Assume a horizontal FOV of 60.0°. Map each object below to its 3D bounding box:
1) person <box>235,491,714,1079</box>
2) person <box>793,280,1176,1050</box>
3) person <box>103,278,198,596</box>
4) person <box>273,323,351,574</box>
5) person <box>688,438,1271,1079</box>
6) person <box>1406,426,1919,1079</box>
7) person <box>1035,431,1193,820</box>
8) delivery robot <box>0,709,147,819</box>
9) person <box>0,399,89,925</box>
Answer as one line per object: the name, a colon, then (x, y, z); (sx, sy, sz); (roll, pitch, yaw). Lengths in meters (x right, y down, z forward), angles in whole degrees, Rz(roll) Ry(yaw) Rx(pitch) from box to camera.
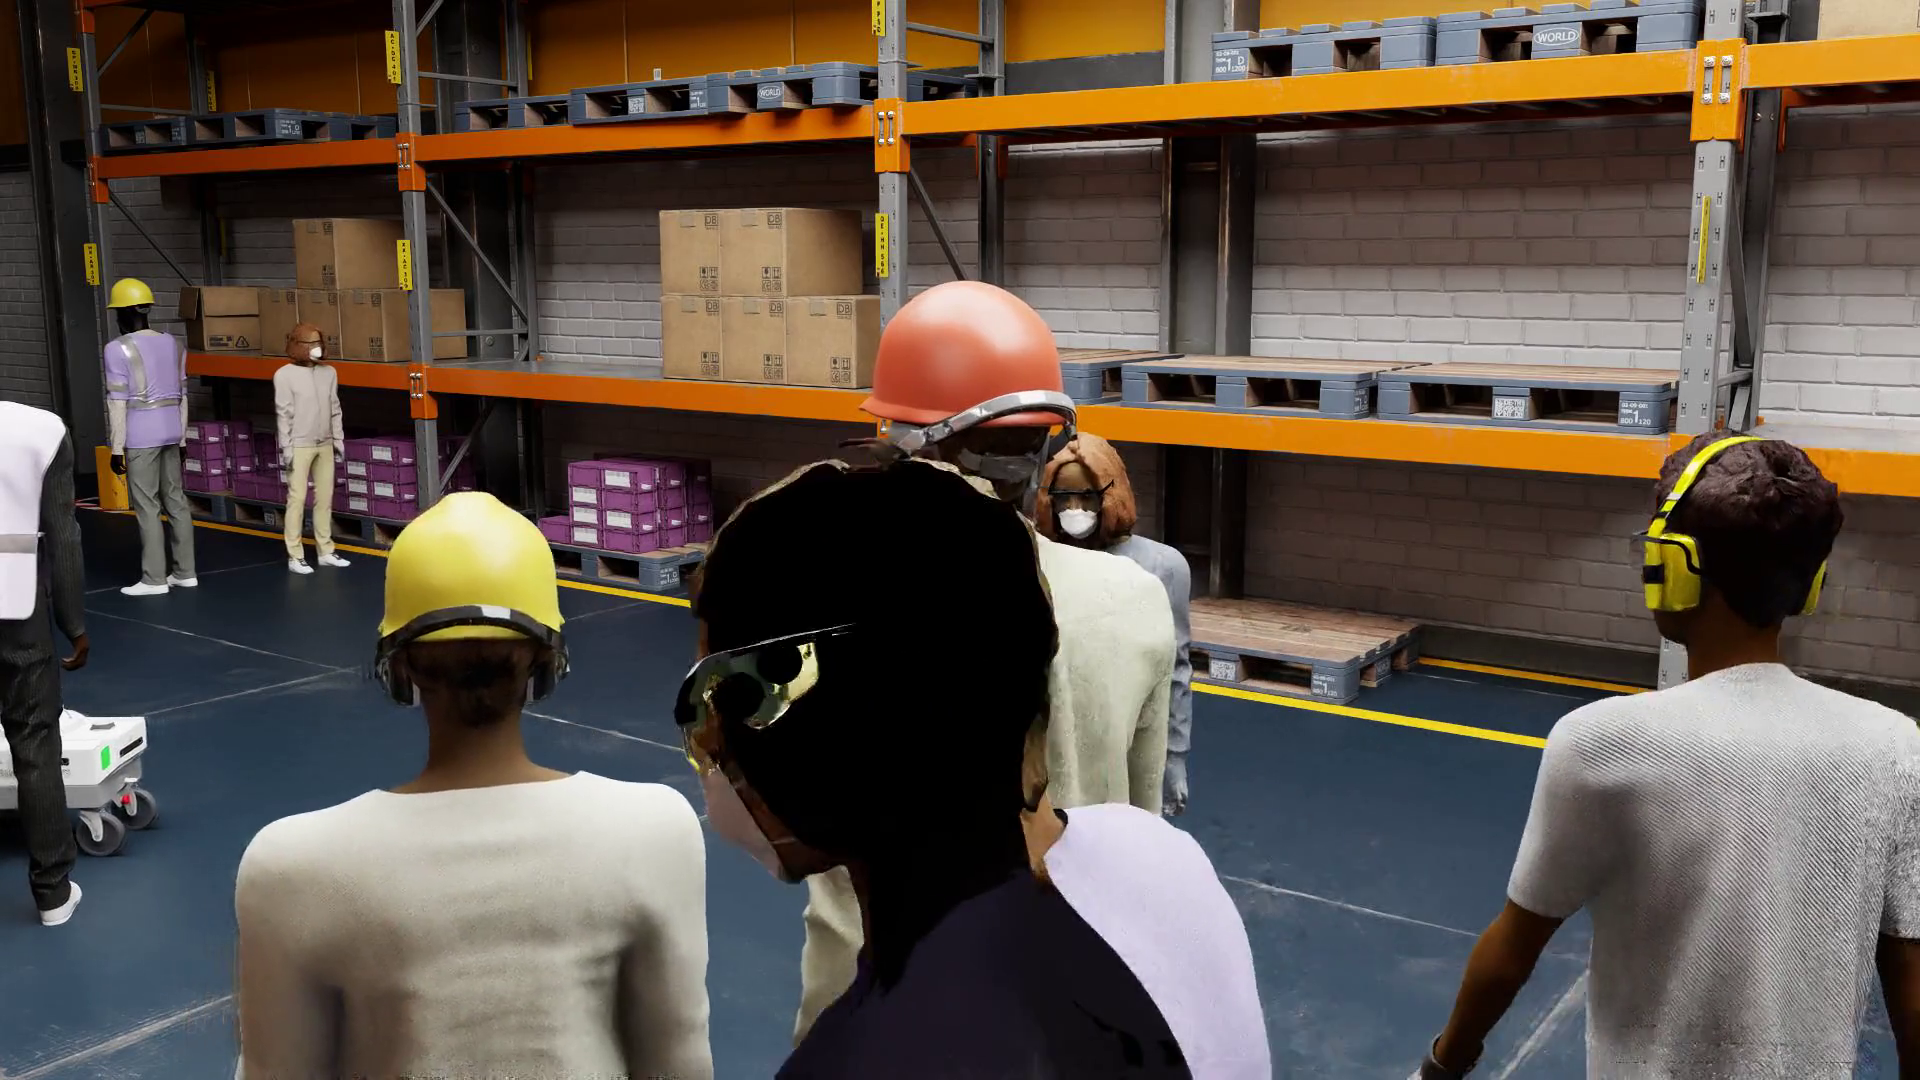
person: (-0.559, 0.820, 1.991); (0.533, 1.766, 0.344); (-4, 10, -23)
person: (0.024, 0.664, 2.218); (0.610, 1.996, 0.386); (-8, 12, -40)
person: (-4.943, -0.621, 10.111); (0.402, 1.919, 0.588); (3, 10, 16)
person: (-4.225, -0.597, 10.836); (0.282, 1.626, 0.502); (5, 11, 27)
person: (0.076, 0.883, 1.148); (0.515, 1.915, 0.654); (4, 10, 24)
person: (0.896, 0.772, 2.124); (0.522, 1.816, 0.996); (-3, 10, -17)
person: (0.308, 0.544, 4.045); (0.506, 1.622, 0.298); (2, 10, 11)
delivery robot: (-3.208, 0.746, 5.733); (0.707, 0.478, 0.477); (-1, 9, -3)
person: (-2.940, 0.246, 4.981); (0.582, 1.911, 0.391); (-3, 10, -19)
